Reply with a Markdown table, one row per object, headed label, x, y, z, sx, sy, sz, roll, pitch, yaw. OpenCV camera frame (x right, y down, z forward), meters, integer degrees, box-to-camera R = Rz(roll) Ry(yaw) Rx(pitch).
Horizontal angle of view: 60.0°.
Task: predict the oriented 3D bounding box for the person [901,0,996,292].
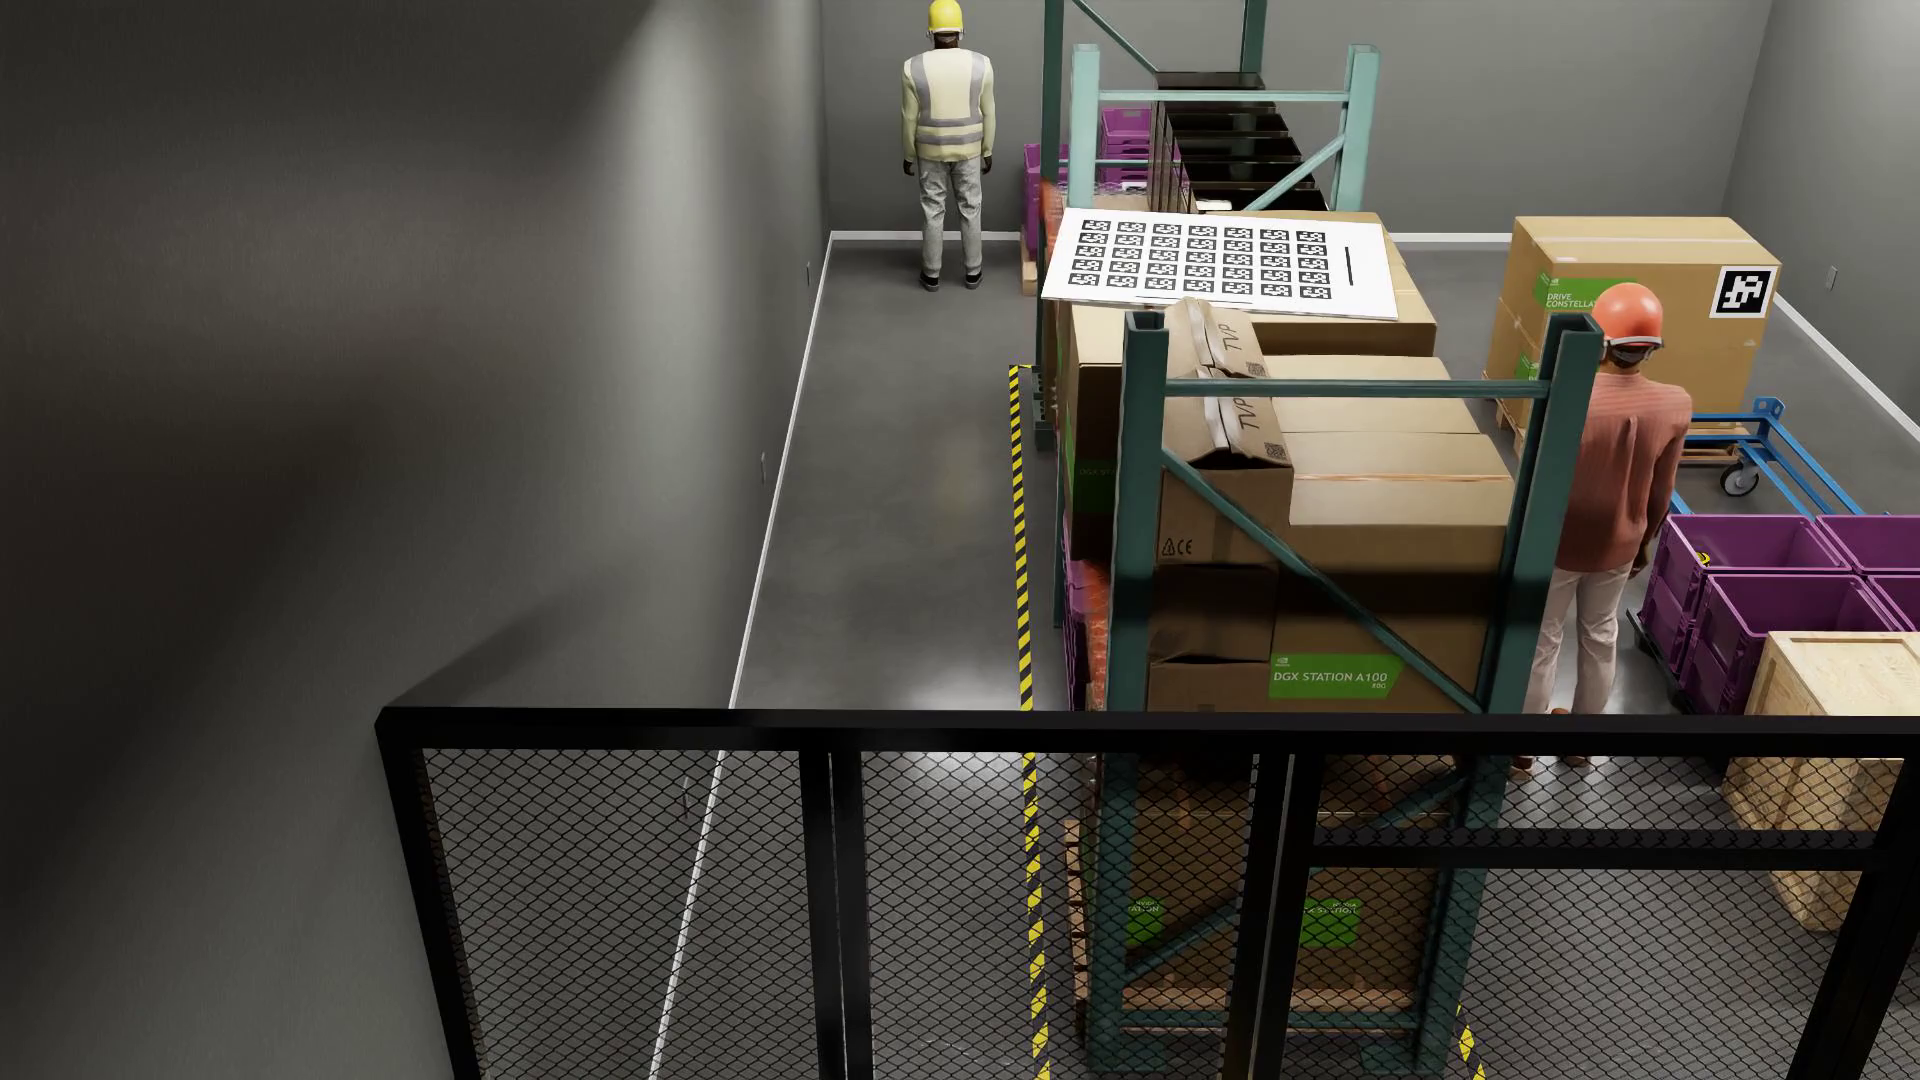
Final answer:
| label | x | y | z | sx | sy | sz | roll | pitch | yaw |
| --- | --- | --- | --- | --- | --- | --- | --- | --- | --- |
| person | -0.076 | -2.456 | 10.392 | 0.589 | 1.837 | 0.403 | -3 | 31 | -5 |

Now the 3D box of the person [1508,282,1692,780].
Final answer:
| label | x | y | z | sx | sy | sz | roll | pitch | yaw |
| --- | --- | --- | --- | --- | --- | --- | --- | --- | --- |
| person | 2.299 | -0.003 | 6.166 | 0.623 | 1.992 | 0.392 | -7 | 32 | -12 |
